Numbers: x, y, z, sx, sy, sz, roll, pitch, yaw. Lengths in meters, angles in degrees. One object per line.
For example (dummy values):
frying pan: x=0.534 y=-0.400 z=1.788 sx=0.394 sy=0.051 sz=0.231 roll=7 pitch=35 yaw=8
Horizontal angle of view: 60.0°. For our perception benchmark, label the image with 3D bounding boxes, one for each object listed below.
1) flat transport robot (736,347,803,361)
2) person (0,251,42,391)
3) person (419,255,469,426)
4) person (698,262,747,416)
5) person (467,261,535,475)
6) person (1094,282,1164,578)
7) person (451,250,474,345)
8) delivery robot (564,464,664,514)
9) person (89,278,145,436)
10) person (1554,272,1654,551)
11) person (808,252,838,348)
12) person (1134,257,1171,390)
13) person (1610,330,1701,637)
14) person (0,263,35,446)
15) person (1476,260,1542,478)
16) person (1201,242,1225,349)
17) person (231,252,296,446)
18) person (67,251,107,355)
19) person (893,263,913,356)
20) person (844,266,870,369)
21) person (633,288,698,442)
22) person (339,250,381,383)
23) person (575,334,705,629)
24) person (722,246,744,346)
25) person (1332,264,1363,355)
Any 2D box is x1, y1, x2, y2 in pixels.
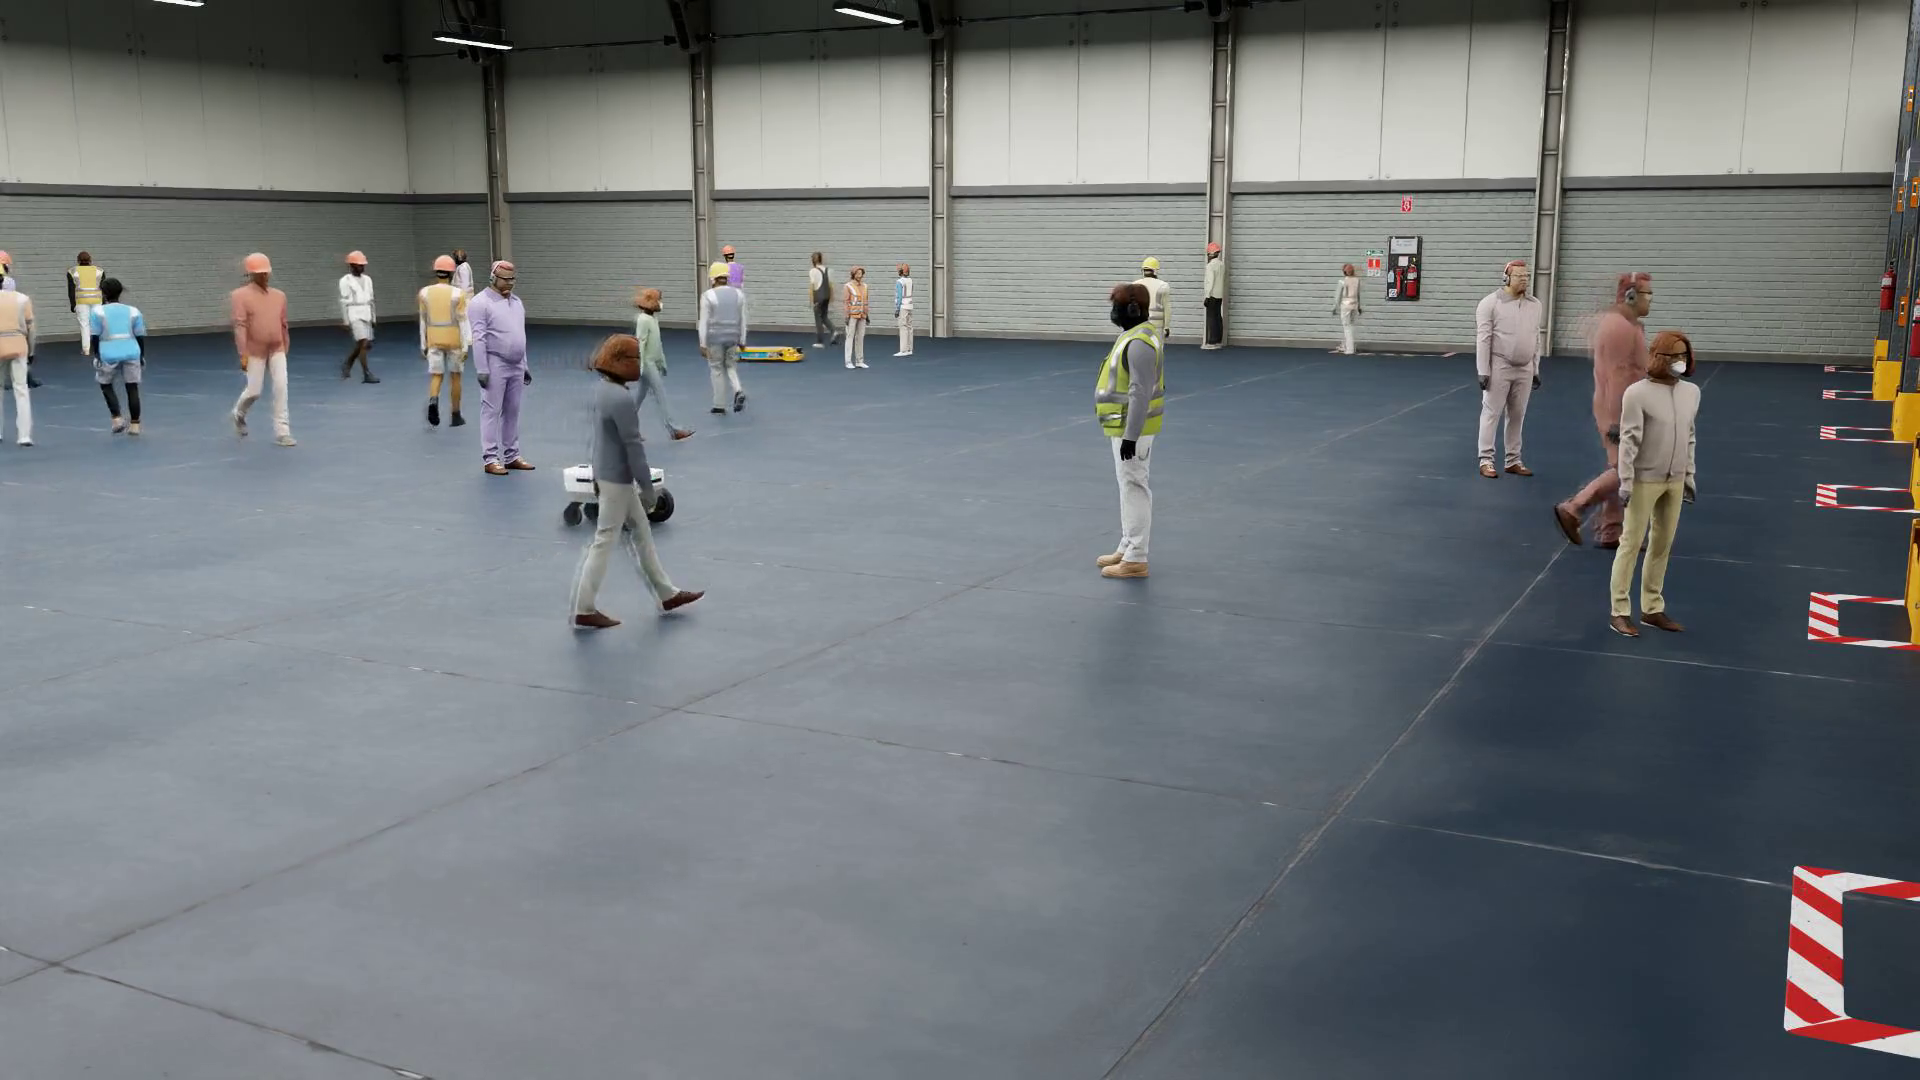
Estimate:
flat transport robot: x=-3.421 y=-3.168 z=28.234 sx=1.431 sy=0.197 sz=0.652 roll=1 pitch=10 yaw=5
person: x=-13.135 y=-3.021 z=22.953 sx=0.556 sy=1.901 sz=0.850 roll=2 pitch=11 yaw=10
person: x=-5.709 y=-2.186 z=18.394 sx=0.558 sy=1.916 sz=0.659 roll=0 pitch=10 yaw=2
person: x=-2.794 y=-2.360 z=19.601 sx=0.614 sy=1.818 sz=0.463 roll=-9 pitch=13 yaw=-39
person: x=-4.094 y=-1.546 z=14.948 sx=0.406 sy=1.903 sz=0.636 roll=5 pitch=12 yaw=26
person: x=1.056 y=-0.688 z=10.431 sx=0.429 sy=1.844 sz=0.627 roll=0 pitch=10 yaw=2
person: x=-9.671 y=-4.707 z=32.344 sx=0.430 sy=1.845 sz=0.621 roll=-3 pitch=11 yaw=-13
delivery robot: x=-2.547 y=-0.422 z=12.234 sx=0.707 sy=0.478 sz=0.477 roll=4 pitch=11 yaw=21
person: x=-8.956 y=-1.944 z=17.697 sx=0.555 sy=1.676 sz=0.496 roll=-9 pitch=14 yaw=-42
person: x=4.383 y=-0.849 z=11.167 sx=0.516 sy=1.891 sz=0.656 roll=5 pitch=11 yaw=23
person: x=-2.609 y=-4.542 z=31.512 sx=0.507 sy=1.826 sz=0.507 roll=9 pitch=14 yaw=41
person: x=2.605 y=-2.965 z=22.877 sx=0.595 sy=1.828 sz=0.403 roll=3 pitch=11 yaw=17
person: x=3.726 y=-0.302 z=8.888 sx=0.507 sy=1.631 sz=0.266 roll=-4 pitch=11 yaw=-21
person: x=-9.775 y=-1.911 z=17.004 sx=0.600 sy=1.874 sz=0.962 roll=-8 pitch=13 yaw=-39
person: x=4.864 y=-1.505 z=14.693 sx=0.641 sy=1.913 sz=0.407 roll=-4 pitch=11 yaw=-18
person: x=4.746 y=-4.575 z=31.209 sx=0.395 sy=1.990 sz=0.625 roll=7 pitch=13 yaw=34
person: x=-7.147 y=-1.942 z=16.949 sx=0.808 sy=1.965 sz=0.611 roll=8 pitch=13 yaw=38
person: x=-15.585 y=-4.229 z=29.736 sx=0.624 sy=1.845 sz=0.430 roll=-7 pitch=13 yaw=-35
person: x=-0.988 y=-4.063 z=29.383 sx=0.308 sy=1.641 sz=0.514 roll=5 pitch=11 yaw=24
person: x=-1.655 y=-3.560 z=26.647 sx=0.311 sy=1.636 sz=0.521 roll=10 pitch=14 yaw=43
person: x=-3.140 y=-1.789 z=17.132 sx=0.857 sy=1.587 sz=0.517 roll=0 pitch=10 yaw=0
person: x=-8.743 y=-3.226 z=24.074 sx=0.763 sy=1.914 sz=0.552 roll=5 pitch=12 yaw=26
person: x=-1.775 y=-0.319 z=9.096 sx=0.819 sy=1.592 sz=0.528 roll=-4 pitch=11 yaw=-23
person: x=-4.372 y=-4.641 z=31.748 sx=0.374 sy=1.929 sz=0.542 roll=9 pitch=14 yaw=40
person: x=6.931 y=-4.157 z=29.980 sx=0.545 sy=1.606 sz=0.792 roll=-5 pitch=11 yaw=-25
